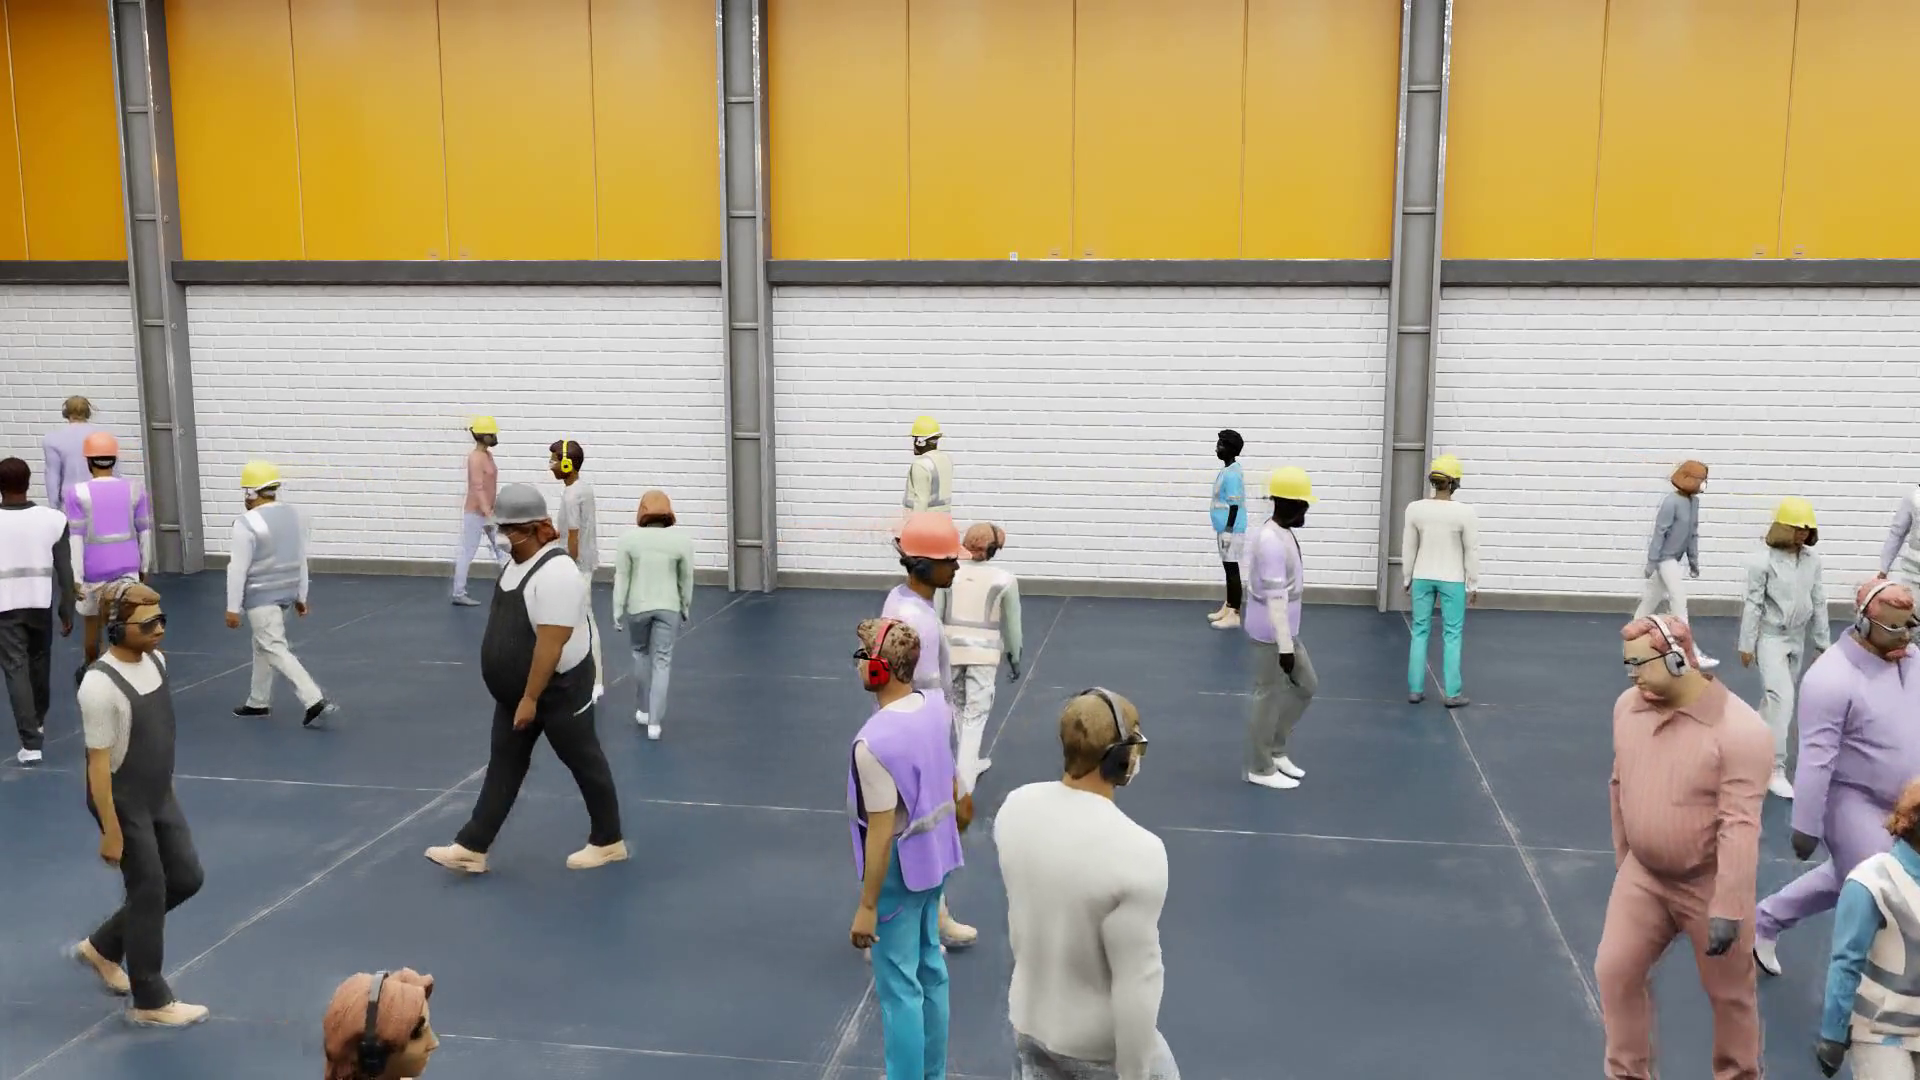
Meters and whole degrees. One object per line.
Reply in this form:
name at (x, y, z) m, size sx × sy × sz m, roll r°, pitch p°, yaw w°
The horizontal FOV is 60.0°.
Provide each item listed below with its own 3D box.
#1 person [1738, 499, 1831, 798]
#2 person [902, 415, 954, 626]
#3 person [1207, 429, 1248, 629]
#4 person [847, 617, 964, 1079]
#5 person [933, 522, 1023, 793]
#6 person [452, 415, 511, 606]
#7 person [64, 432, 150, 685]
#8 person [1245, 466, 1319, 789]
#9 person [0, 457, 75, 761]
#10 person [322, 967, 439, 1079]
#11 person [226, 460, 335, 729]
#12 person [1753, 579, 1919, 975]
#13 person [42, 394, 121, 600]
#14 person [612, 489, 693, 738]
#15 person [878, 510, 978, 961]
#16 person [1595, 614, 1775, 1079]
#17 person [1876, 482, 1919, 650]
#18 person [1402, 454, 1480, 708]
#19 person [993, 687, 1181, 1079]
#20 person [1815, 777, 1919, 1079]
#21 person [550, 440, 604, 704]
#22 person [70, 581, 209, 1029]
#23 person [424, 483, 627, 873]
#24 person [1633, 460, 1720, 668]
person at (4.843, 0.622, 9.655) m, size 0.489 × 1.723 × 0.658 m, roll -4°, pitch 10°, yaw -22°
person at (-0.281, -0.131, 13.942) m, size 0.404 × 1.830 × 0.601 m, roll 4°, pitch 10°, yaw 23°
person at (2.281, -0.096, 14.143) m, size 0.319 × 1.697 × 0.533 m, roll 1°, pitch 9°, yaw 5°
person at (-0.201, 1.181, 5.807) m, size 0.396 × 1.847 × 0.564 m, roll 4°, pitch 10°, yaw 23°
person at (0.080, 0.699, 9.534) m, size 0.537 × 1.598 × 0.844 m, roll 3°, pitch 10°, yaw 20°
person at (-4.219, -0.254, 15.022) m, size 0.865 × 1.725 × 0.550 m, roll 0°, pitch 9°, yaw 0°
person at (-6.073, 0.181, 11.821) m, size 0.566 × 1.893 × 0.942 m, roll -9°, pitch 13°, yaw -43°
person at (1.900, 0.521, 9.670) m, size 0.477 × 1.909 × 0.629 m, roll 3°, pitch 10°, yaw 17°
person at (-5.929, 0.416, 10.488) m, size 0.608 × 1.865 × 1.029 m, roll -7°, pitch 12°, yaw -38°
person at (-1.219, 1.679, 3.527) m, size 0.875 × 1.592 × 0.536 m, roll -2°, pitch 9°, yaw -9°
person at (-4.541, 0.364, 11.023) m, size 0.879 × 1.801 × 0.598 m, roll 3°, pitch 10°, yaw 17°
person at (3.556, 1.033, 6.696) m, size 0.727 × 1.859 × 0.869 m, roll -7°, pitch 11°, yaw -35°
person at (-7.965, -0.362, 15.104) m, size 0.656 × 1.913 × 0.658 m, roll 9°, pitch 13°, yaw 44°
person at (-2.015, 0.464, 10.952) m, size 0.521 × 1.597 × 0.683 m, roll -1°, pitch 9°, yaw -9°
person at (-0.100, 0.870, 7.193) m, size 0.639 × 2.018 × 0.634 m, roll -1°, pitch 9°, yaw -7°
person at (2.444, 1.183, 5.761) m, size 0.751 × 1.860 × 0.641 m, roll -5°, pitch 11°, yaw -30°
person at (6.597, 0.267, 11.246) m, size 0.684 × 1.913 × 0.576 m, roll 9°, pitch 13°, yaw 44°
person at (3.352, 0.283, 11.598) m, size 0.533 × 1.767 × 0.326 m, roll 6°, pitch 11°, yaw 32°
person at (0.366, 1.344, 4.591) m, size 0.472 × 1.926 × 0.634 m, roll -9°, pitch 13°, yaw -42°
person at (2.806, 1.463, 4.812) m, size 0.513 × 1.603 × 0.781 m, roll -5°, pitch 10°, yaw -27°
person at (-2.696, 0.229, 11.657) m, size 0.318 × 1.859 × 0.519 m, roll -1°, pitch 9°, yaw -4°
person at (-3.309, 1.058, 6.615) m, size 0.491 × 1.830 × 0.543 m, roll 0°, pitch 9°, yaw 0°
person at (-2.159, 0.687, 8.260) m, size 1.024 × 2.000 × 0.691 m, roll -7°, pitch 12°, yaw -38°
person at (5.521, 0.179, 12.752) m, size 0.791 × 1.581 × 0.497 m, roll 8°, pitch 12°, yaw 40°
